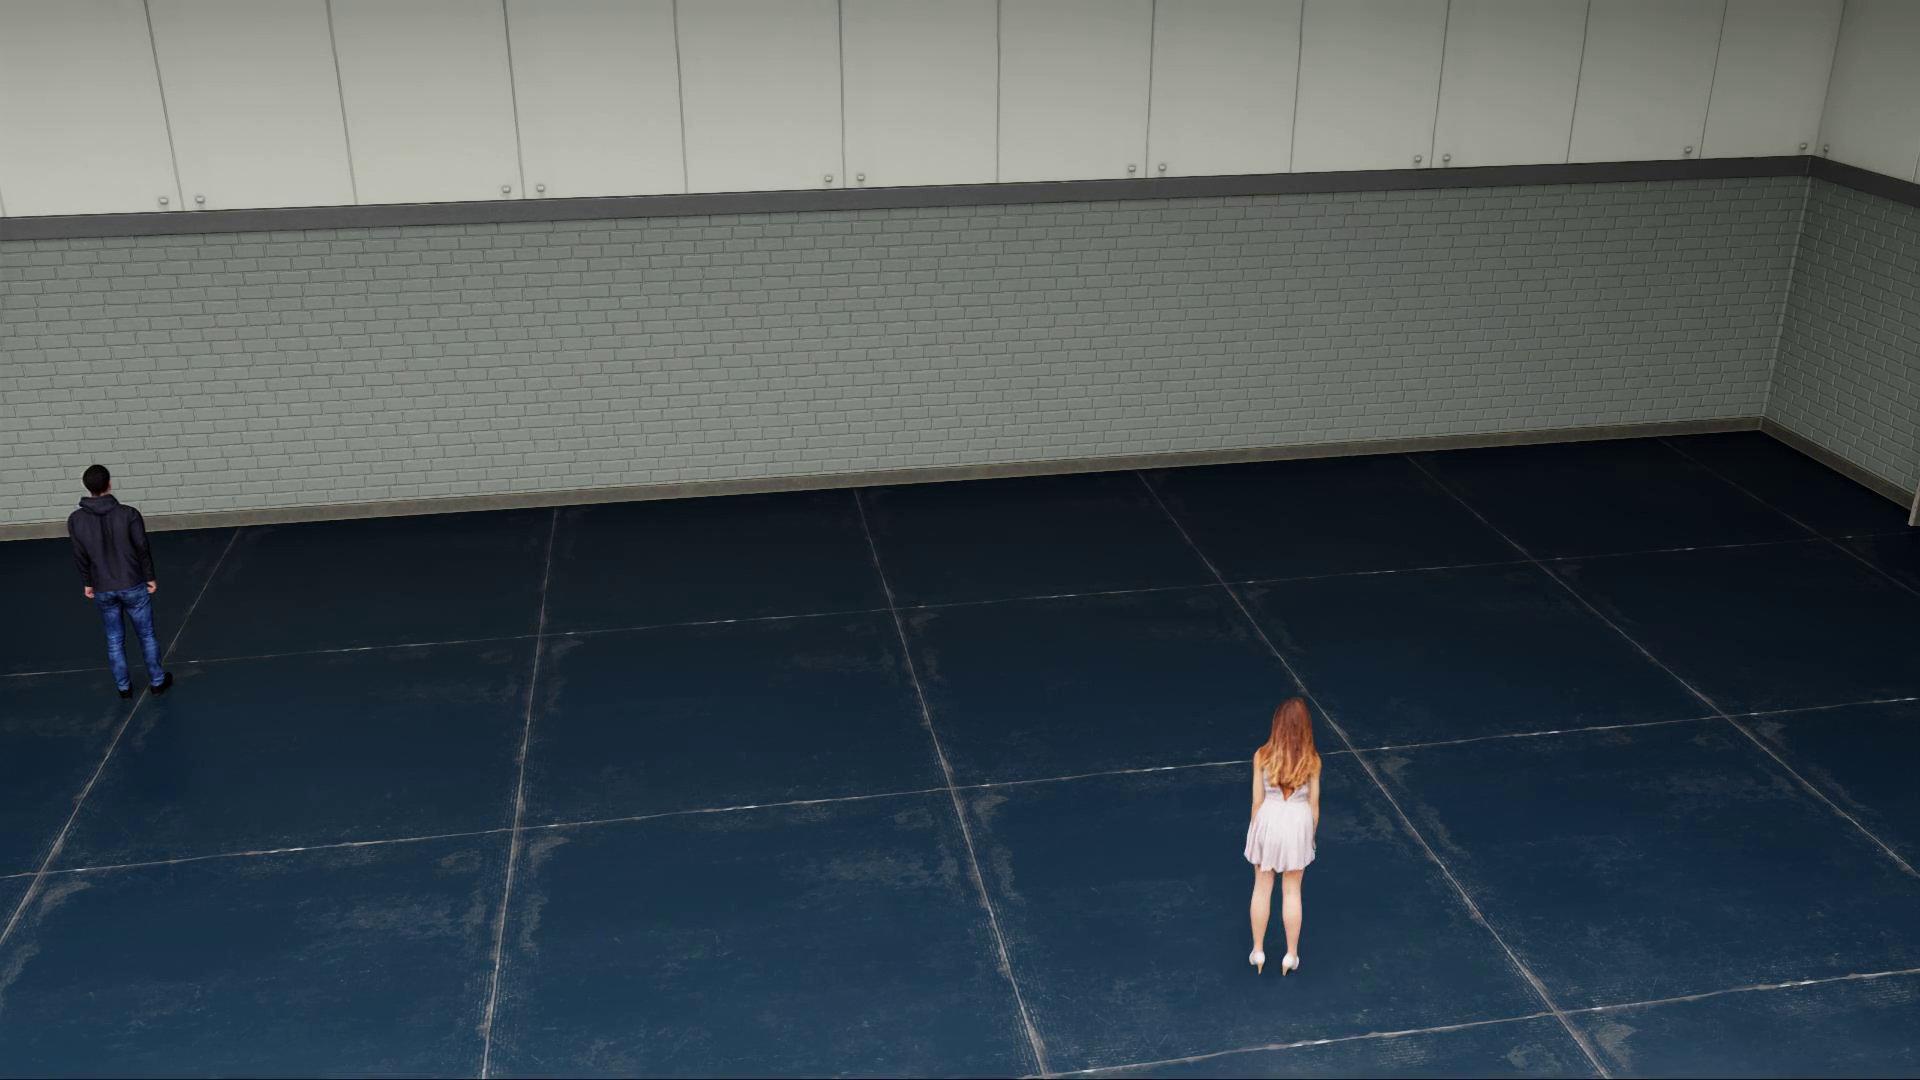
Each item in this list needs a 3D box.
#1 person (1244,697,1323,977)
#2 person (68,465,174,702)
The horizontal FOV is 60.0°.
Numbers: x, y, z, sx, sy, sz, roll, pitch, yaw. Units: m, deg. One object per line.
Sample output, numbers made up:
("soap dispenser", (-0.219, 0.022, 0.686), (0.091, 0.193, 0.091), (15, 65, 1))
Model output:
("person", (1.849, 1.717, 9.568), (0.653, 1.768, 0.686), (5, 24, 11))
("person", (-6.410, 0.329, 12.669), (0.700, 1.894, 0.605), (-7, 24, -16))
